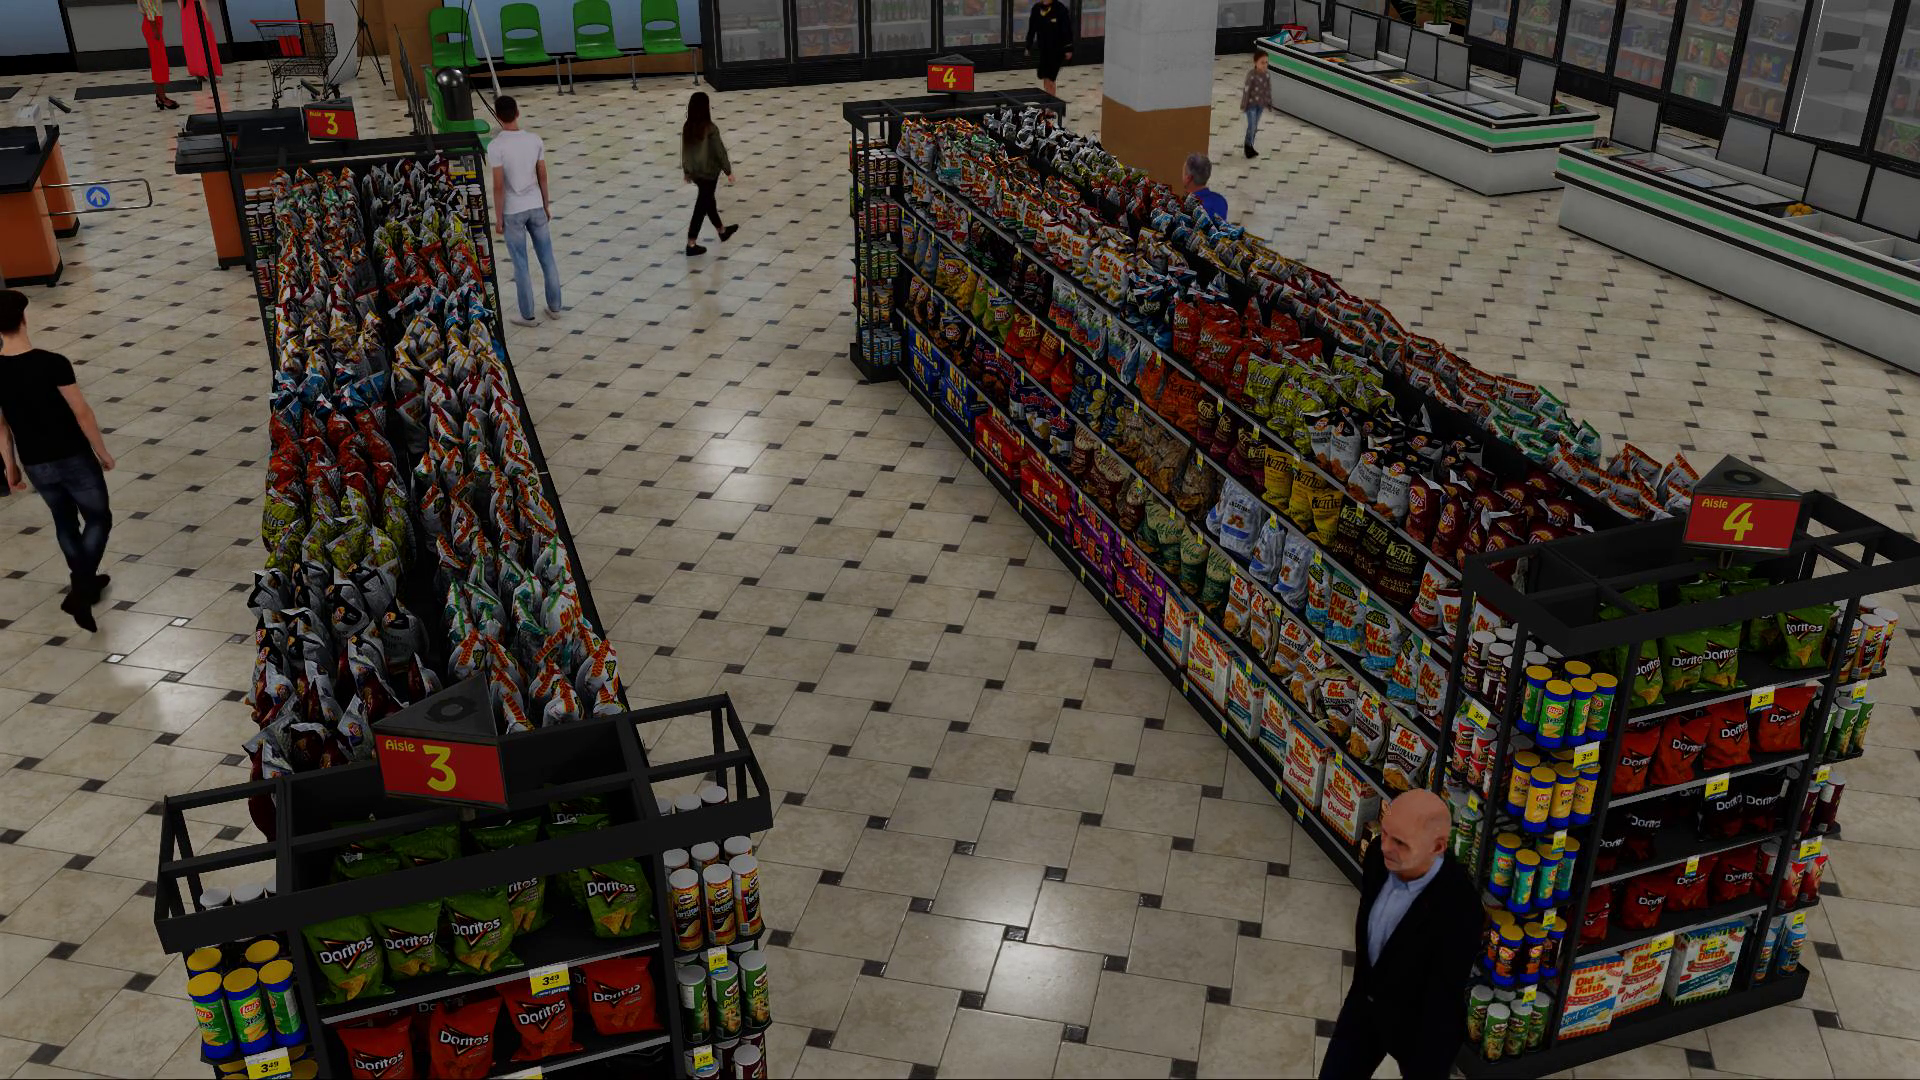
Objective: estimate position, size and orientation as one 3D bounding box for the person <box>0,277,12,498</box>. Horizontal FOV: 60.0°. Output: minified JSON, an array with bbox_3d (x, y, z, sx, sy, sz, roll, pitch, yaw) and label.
[{"bbox_3d":[-6.162,-1.129,10.540,0.627,1.754,0.552,-11,29,-21],"label":"person"}]

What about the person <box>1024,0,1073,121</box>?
[{"bbox_3d":[1.137,-5.868,20.005,0.838,1.645,0.963,23,35,37],"label":"person"}]

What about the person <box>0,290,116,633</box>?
[{"bbox_3d":[-4.877,-0.399,8.963,0.894,1.878,1.166,-2,27,-4],"label":"person"}]

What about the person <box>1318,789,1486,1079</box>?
[{"bbox_3d":[1.481,1.523,5.312,0.871,1.752,1.179,-13,30,-24],"label":"person"}]

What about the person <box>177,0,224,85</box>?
[{"bbox_3d":[-10.129,-6.923,21.997,0.714,1.726,0.762,10,28,19],"label":"person"}]

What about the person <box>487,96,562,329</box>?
[{"bbox_3d":[-3.524,-2.650,13.431,0.719,1.852,0.690,-23,35,-38],"label":"person"}]

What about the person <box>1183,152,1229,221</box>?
[{"bbox_3d":[1.706,-1.816,11.834,0.977,1.809,1.114,-23,35,-38],"label":"person"}]

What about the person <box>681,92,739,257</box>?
[{"bbox_3d":[-2.382,-3.299,15.172,1.001,1.435,0.946,21,34,35],"label":"person"}]

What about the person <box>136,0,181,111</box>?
[{"bbox_3d":[-10.017,-6.281,20.656,0.686,1.792,0.511,-14,30,-25],"label":"person"}]

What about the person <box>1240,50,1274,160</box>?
[{"bbox_3d":[3.266,-4.880,18.571,0.509,1.180,0.539,-14,30,-25],"label":"person"}]
